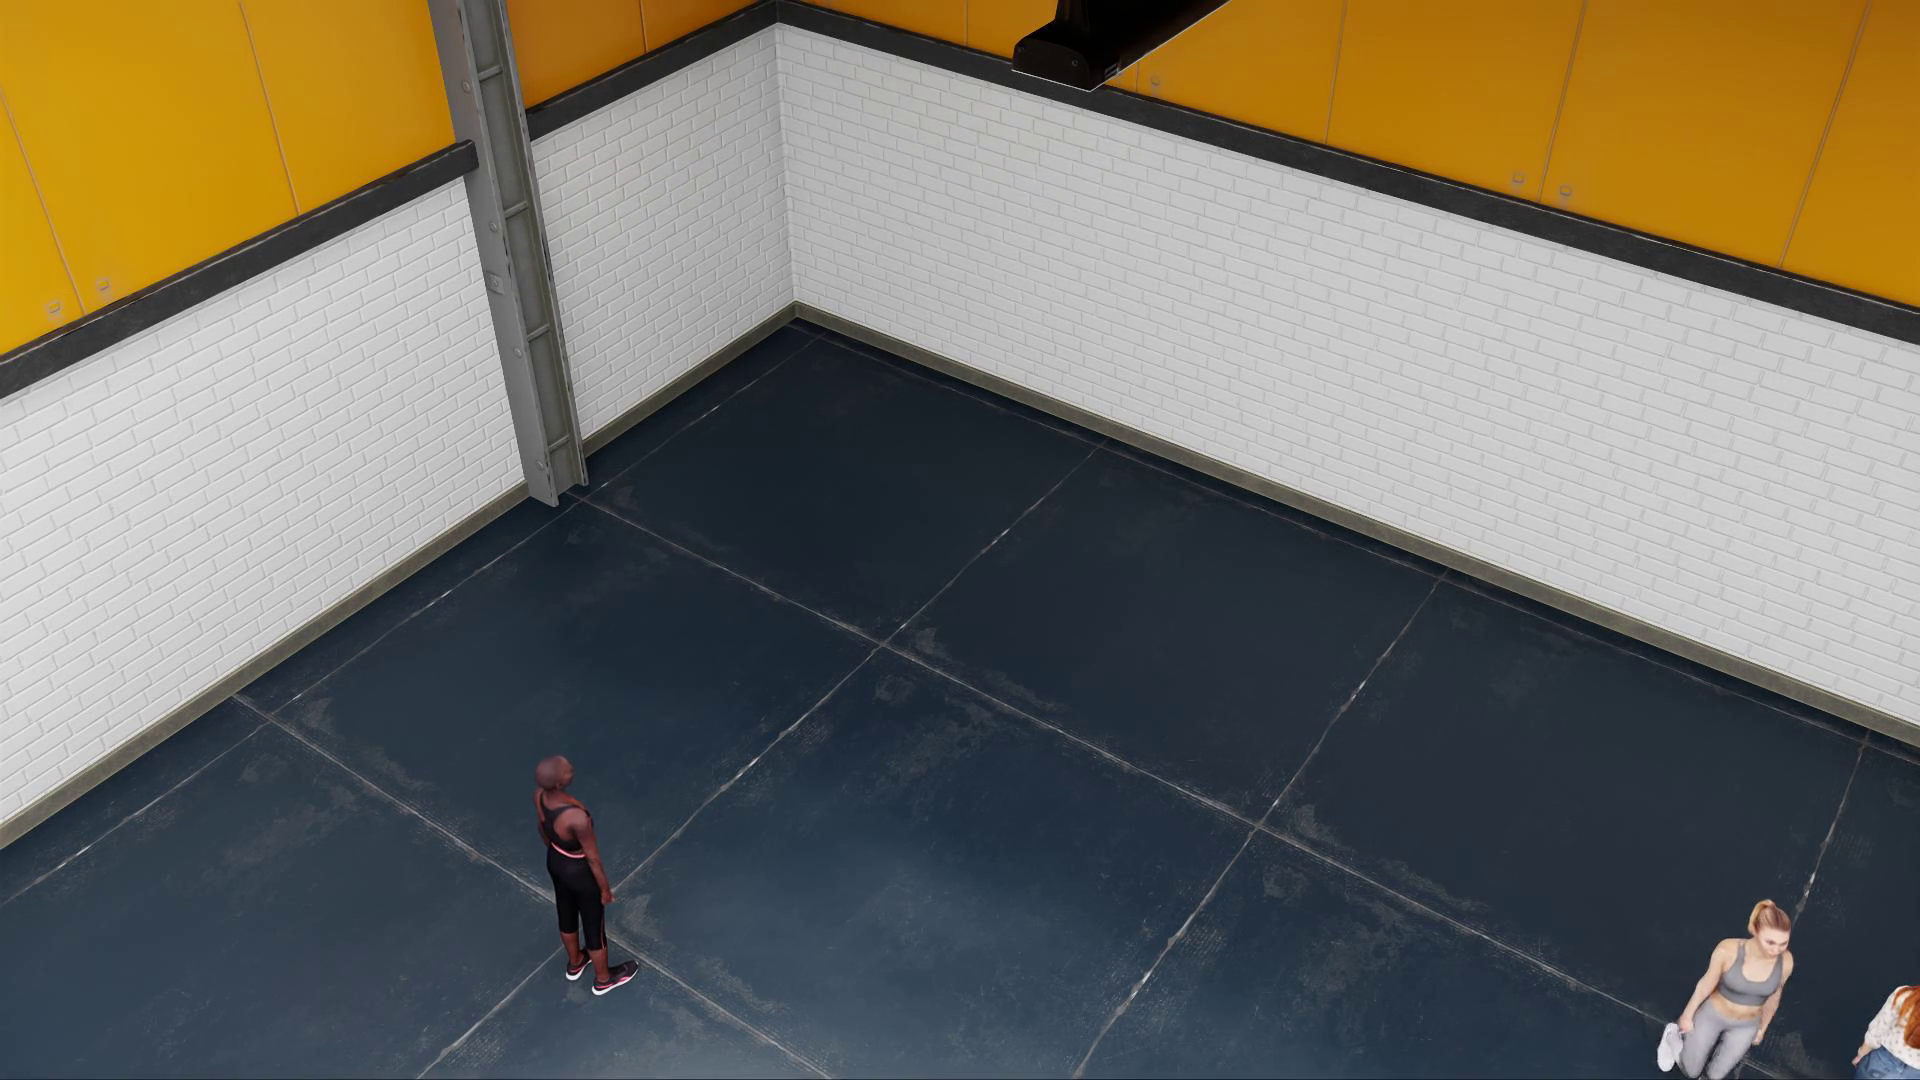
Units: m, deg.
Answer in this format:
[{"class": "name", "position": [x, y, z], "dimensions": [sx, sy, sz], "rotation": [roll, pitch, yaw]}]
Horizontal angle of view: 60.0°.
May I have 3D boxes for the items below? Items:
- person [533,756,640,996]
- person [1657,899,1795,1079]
[{"class": "person", "position": [-2.133, 1.833, 9.175], "dimensions": [0.578, 1.758, 0.539], "rotation": [25, 45, 28]}, {"class": "person", "position": [3.896, 2.393, 8.525], "dimensions": [0.791, 1.692, 0.932], "rotation": [5, 39, 6]}]
